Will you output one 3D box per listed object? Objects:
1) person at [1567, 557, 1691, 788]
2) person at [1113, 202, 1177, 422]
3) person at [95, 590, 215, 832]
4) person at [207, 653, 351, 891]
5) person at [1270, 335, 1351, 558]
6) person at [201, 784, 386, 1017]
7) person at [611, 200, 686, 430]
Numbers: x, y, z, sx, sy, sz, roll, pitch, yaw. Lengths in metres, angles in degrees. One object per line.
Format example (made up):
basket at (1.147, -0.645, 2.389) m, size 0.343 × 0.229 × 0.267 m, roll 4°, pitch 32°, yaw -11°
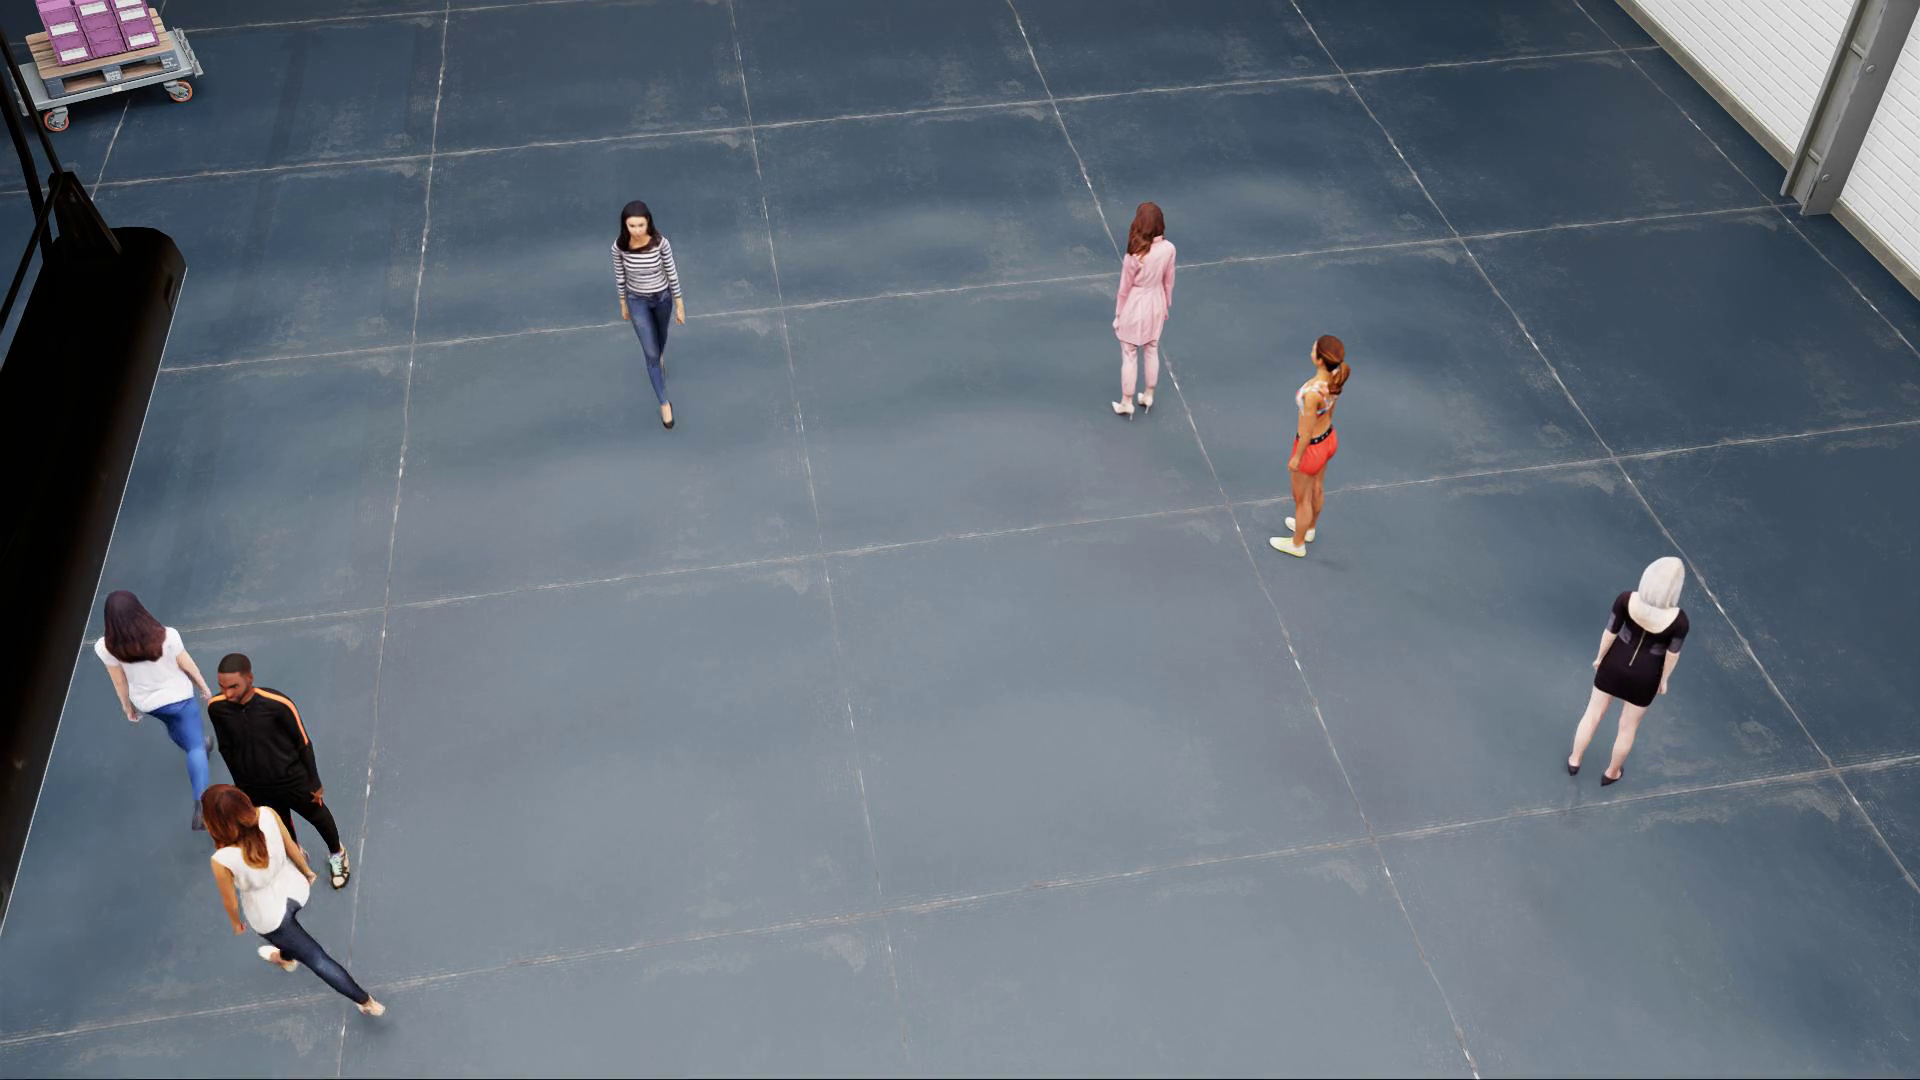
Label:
person at (3.900, 0.768, 9.683) m, size 0.649 × 1.829 × 0.699 m, roll 24°, pitch 48°, yaw 23°
person at (1.347, -1.662, 12.255) m, size 0.657 × 1.799 × 0.616 m, roll -19°, pitch 47°, yaw -19°
person at (-4.564, 1.000, 9.566) m, size 0.609 × 1.654 × 1.088 m, roll -7°, pitch 44°, yaw -8°
person at (-3.765, 1.276, 9.164) m, size 0.634 × 1.808 × 0.551 m, roll -3°, pitch 44°, yaw -3°
person at (2.379, -0.620, 11.168) m, size 0.722 × 1.791 × 0.672 m, roll 30°, pitch 51°, yaw 28°
person at (-3.427, 1.915, 8.545) m, size 1.092 × 1.738 × 1.157 m, roll 18°, pitch 47°, yaw 18°
person at (-2.306, -1.782, 12.422) m, size 0.662 × 1.742 × 1.135 m, roll -10°, pitch 44°, yaw -10°
